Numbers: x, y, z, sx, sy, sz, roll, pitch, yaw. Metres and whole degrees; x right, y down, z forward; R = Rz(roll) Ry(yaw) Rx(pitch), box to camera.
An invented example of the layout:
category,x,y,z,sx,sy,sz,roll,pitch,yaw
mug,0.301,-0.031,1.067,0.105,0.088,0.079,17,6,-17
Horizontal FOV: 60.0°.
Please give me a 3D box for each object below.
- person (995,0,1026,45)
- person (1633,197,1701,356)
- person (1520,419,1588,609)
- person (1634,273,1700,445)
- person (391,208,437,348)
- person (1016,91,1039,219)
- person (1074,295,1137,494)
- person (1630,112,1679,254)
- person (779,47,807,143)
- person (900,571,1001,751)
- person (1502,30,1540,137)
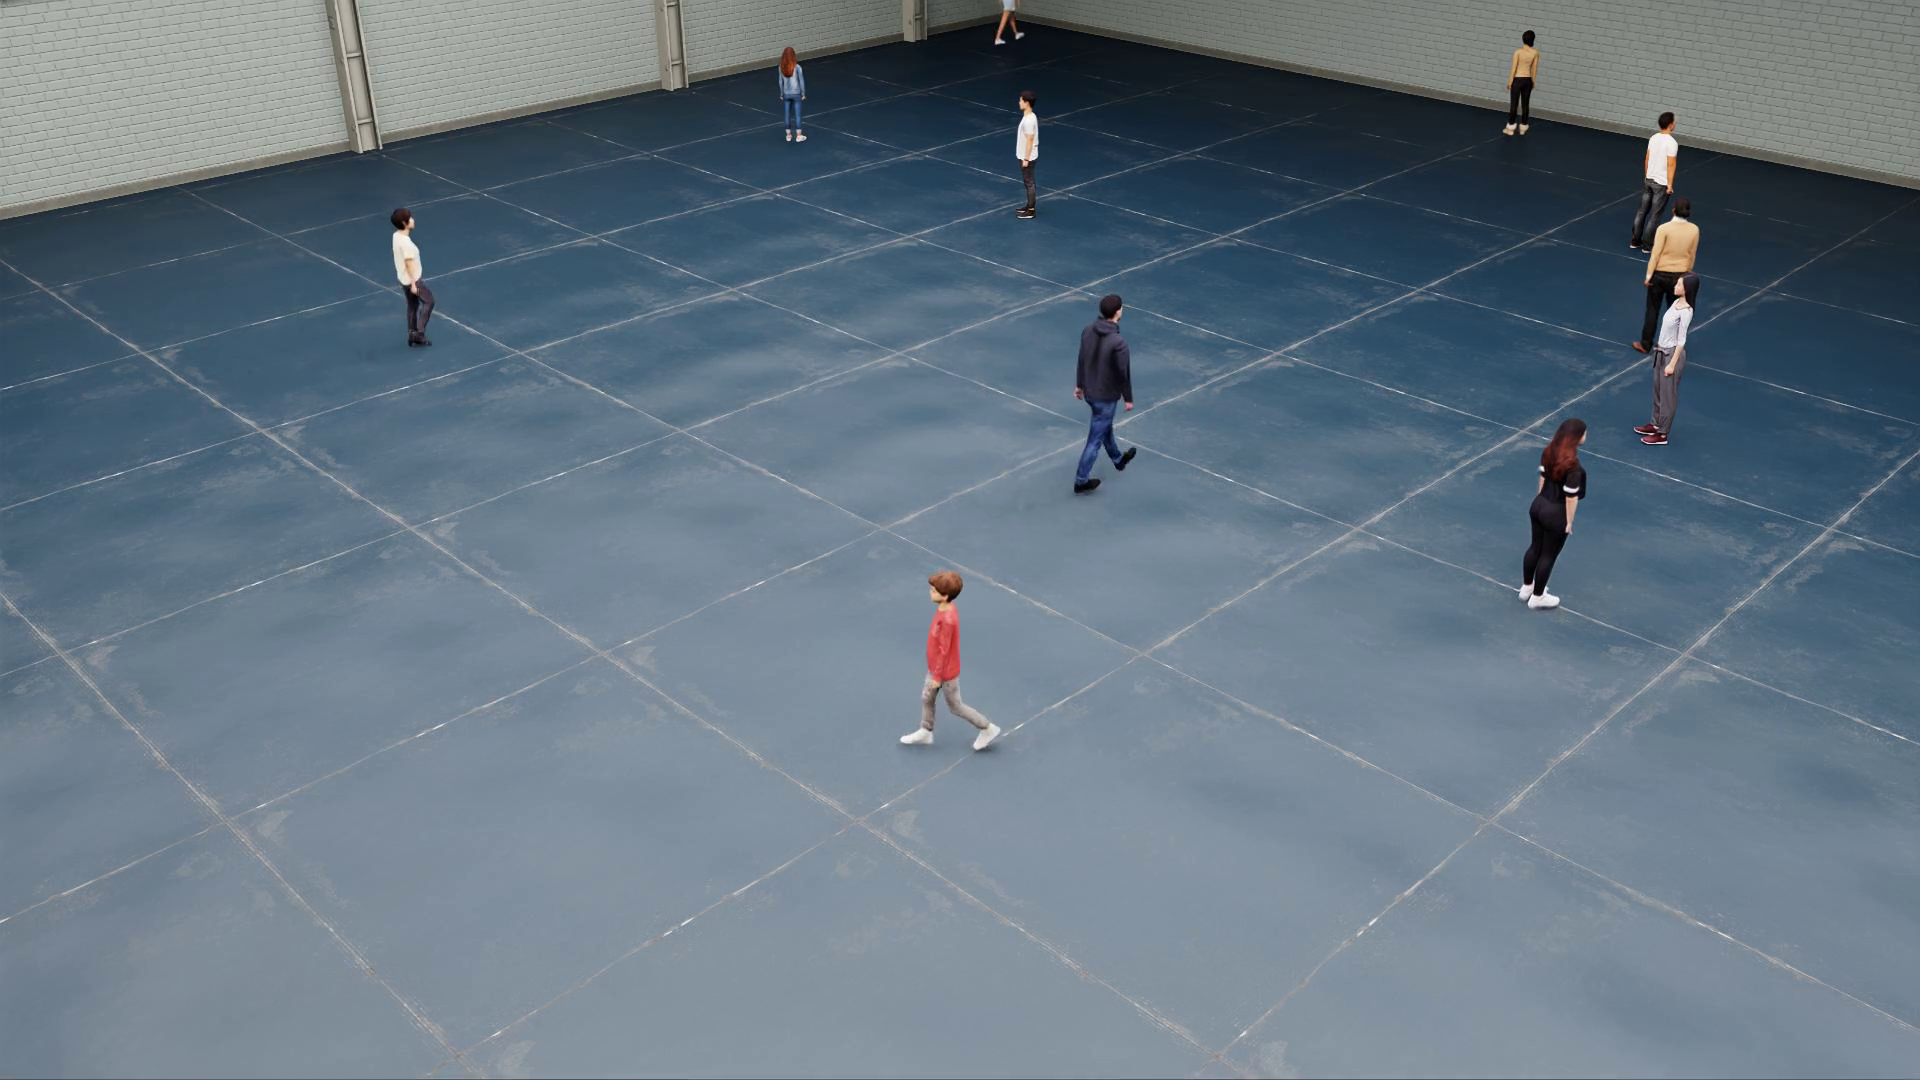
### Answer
category,x,y,z,sx,sy,sz,roll,pitch,yaw
person,0.898,-10.646,32.909,1.131,1.676,0.644,-23,36,-36
person,7.790,-2.902,18.286,0.738,1.754,0.807,-1,28,-2
person,4.766,-0.226,13.385,0.726,1.636,0.701,-9,29,-16
person,6.929,-1.773,16.186,0.737,1.734,0.653,3,28,6
person,-6.148,-2.869,18.411,0.620,1.578,0.650,-17,32,-29
person,0.935,-5.295,22.814,0.755,1.721,0.674,2,28,4
person,1.221,-1.287,15.148,1.130,1.852,0.792,-20,34,-33
person,8.996,-4.625,21.466,0.686,1.805,0.712,-10,30,-18
person,-2.673,-7.090,26.443,0.643,1.477,0.656,7,29,13
person,-0.033,0.870,11.578,0.981,1.402,0.852,-4,28,-8
person,9.051,-7.361,26.759,0.688,1.659,0.754,-1,28,-2
